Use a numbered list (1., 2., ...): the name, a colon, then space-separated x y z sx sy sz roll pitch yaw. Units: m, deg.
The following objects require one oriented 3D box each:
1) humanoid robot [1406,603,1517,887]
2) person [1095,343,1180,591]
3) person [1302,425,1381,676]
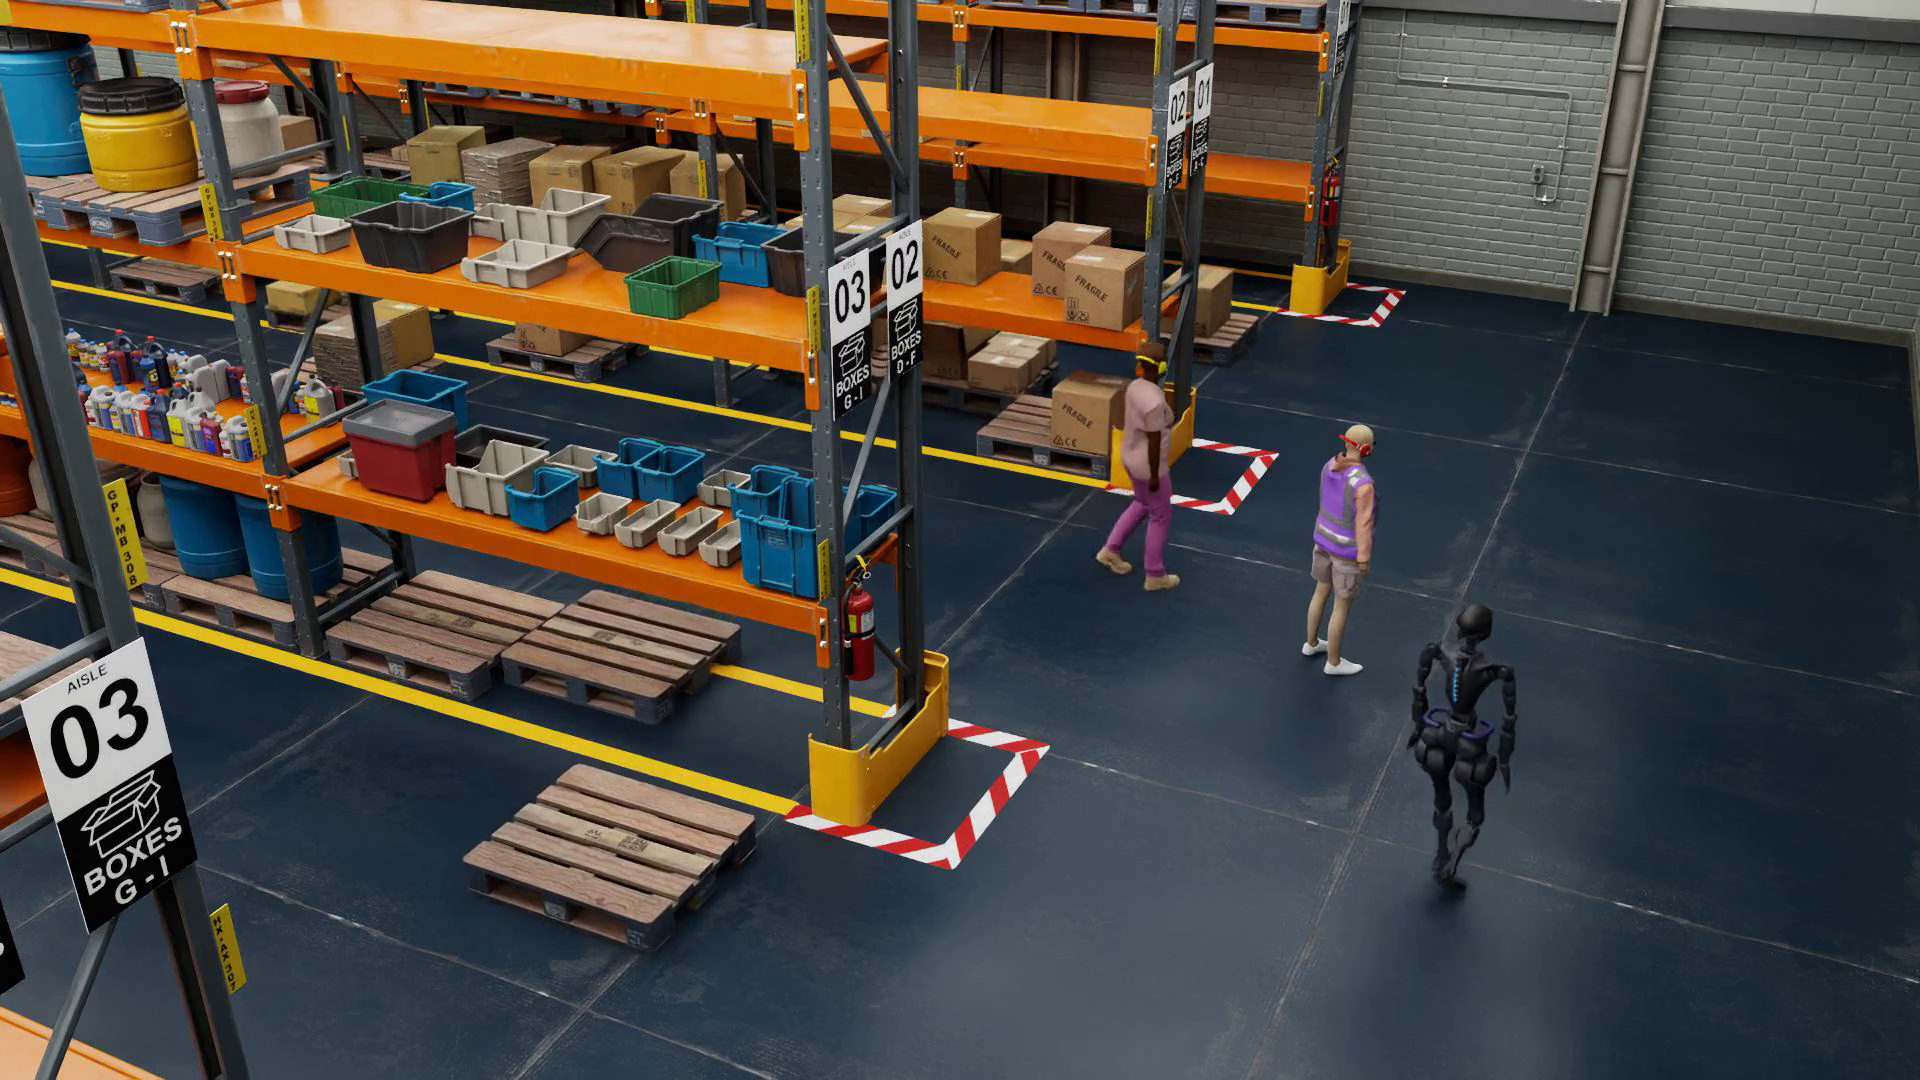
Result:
1. humanoid robot: 2.581 1.046 8.603 0.584 1.645 0.434 19 32 34
2. person: 1.283 -0.523 11.656 0.550 1.776 0.520 -8 27 -15
3. person: 2.431 0.059 10.585 0.347 1.688 0.491 -10 28 -20
